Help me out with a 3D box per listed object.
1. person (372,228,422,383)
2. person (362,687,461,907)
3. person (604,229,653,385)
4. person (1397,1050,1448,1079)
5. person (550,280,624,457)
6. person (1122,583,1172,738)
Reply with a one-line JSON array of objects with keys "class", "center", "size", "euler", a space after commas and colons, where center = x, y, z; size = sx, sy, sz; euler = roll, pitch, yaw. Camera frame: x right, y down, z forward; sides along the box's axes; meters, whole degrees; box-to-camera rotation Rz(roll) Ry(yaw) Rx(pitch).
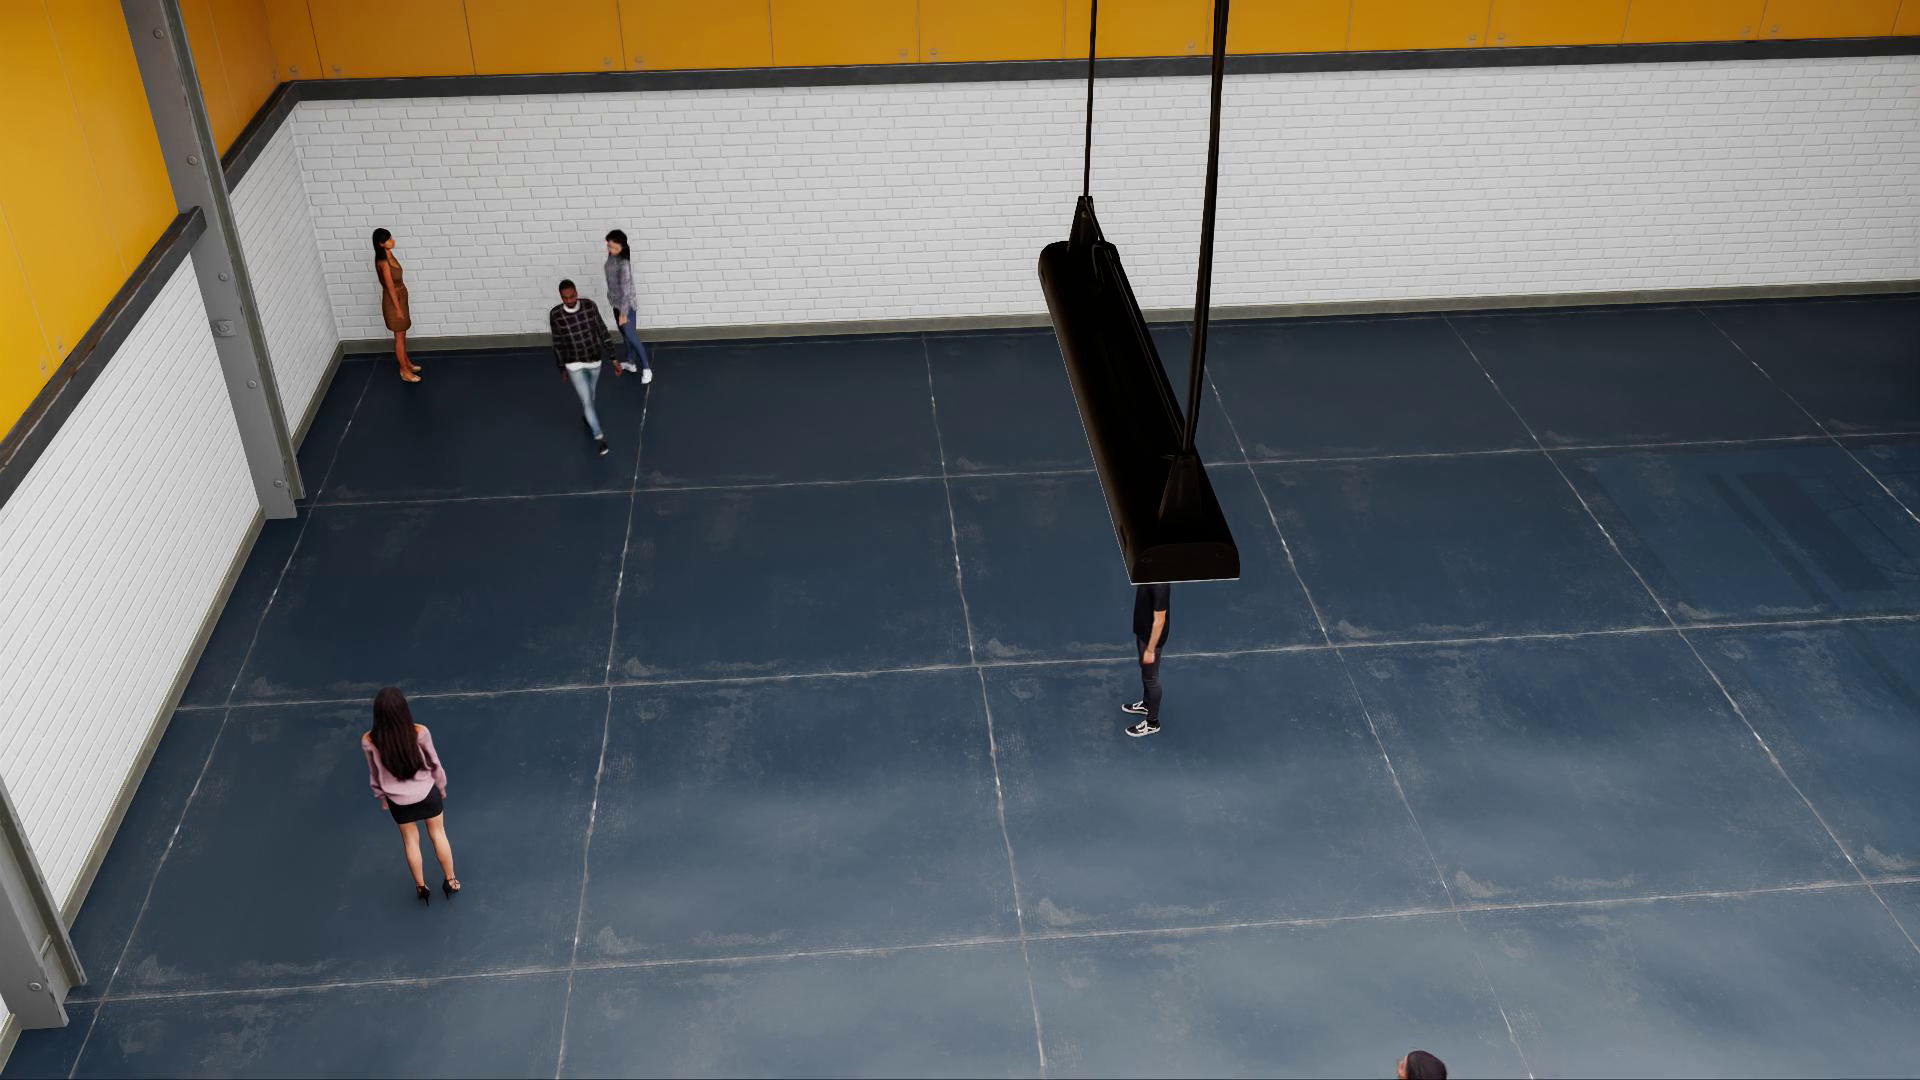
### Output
[{"class": "person", "center": [-5.920, -2.473, 17.442], "size": [0.642, 1.690, 0.481], "euler": [-7, 34, -10]}, {"class": "person", "center": [-3.627, 1.709, 11.041], "size": [0.648, 1.812, 0.578], "euler": [-8, 34, -12]}, {"class": "person", "center": [-3.544, -2.522, 17.498], "size": [0.903, 1.710, 0.668], "euler": [-6, 34, -9]}, {"class": "person", "center": [2.336, 3.286, 8.770], "size": [0.720, 1.700, 0.661], "euler": [25, 41, 33]}, {"class": "person", "center": [-3.739, -1.785, 16.337], "size": [1.042, 1.767, 1.240], "euler": [-22, 40, -30]}, {"class": "person", "center": [1.454, 0.667, 12.587], "size": [0.719, 1.835, 0.494], "euler": [1, 34, 1]}]
